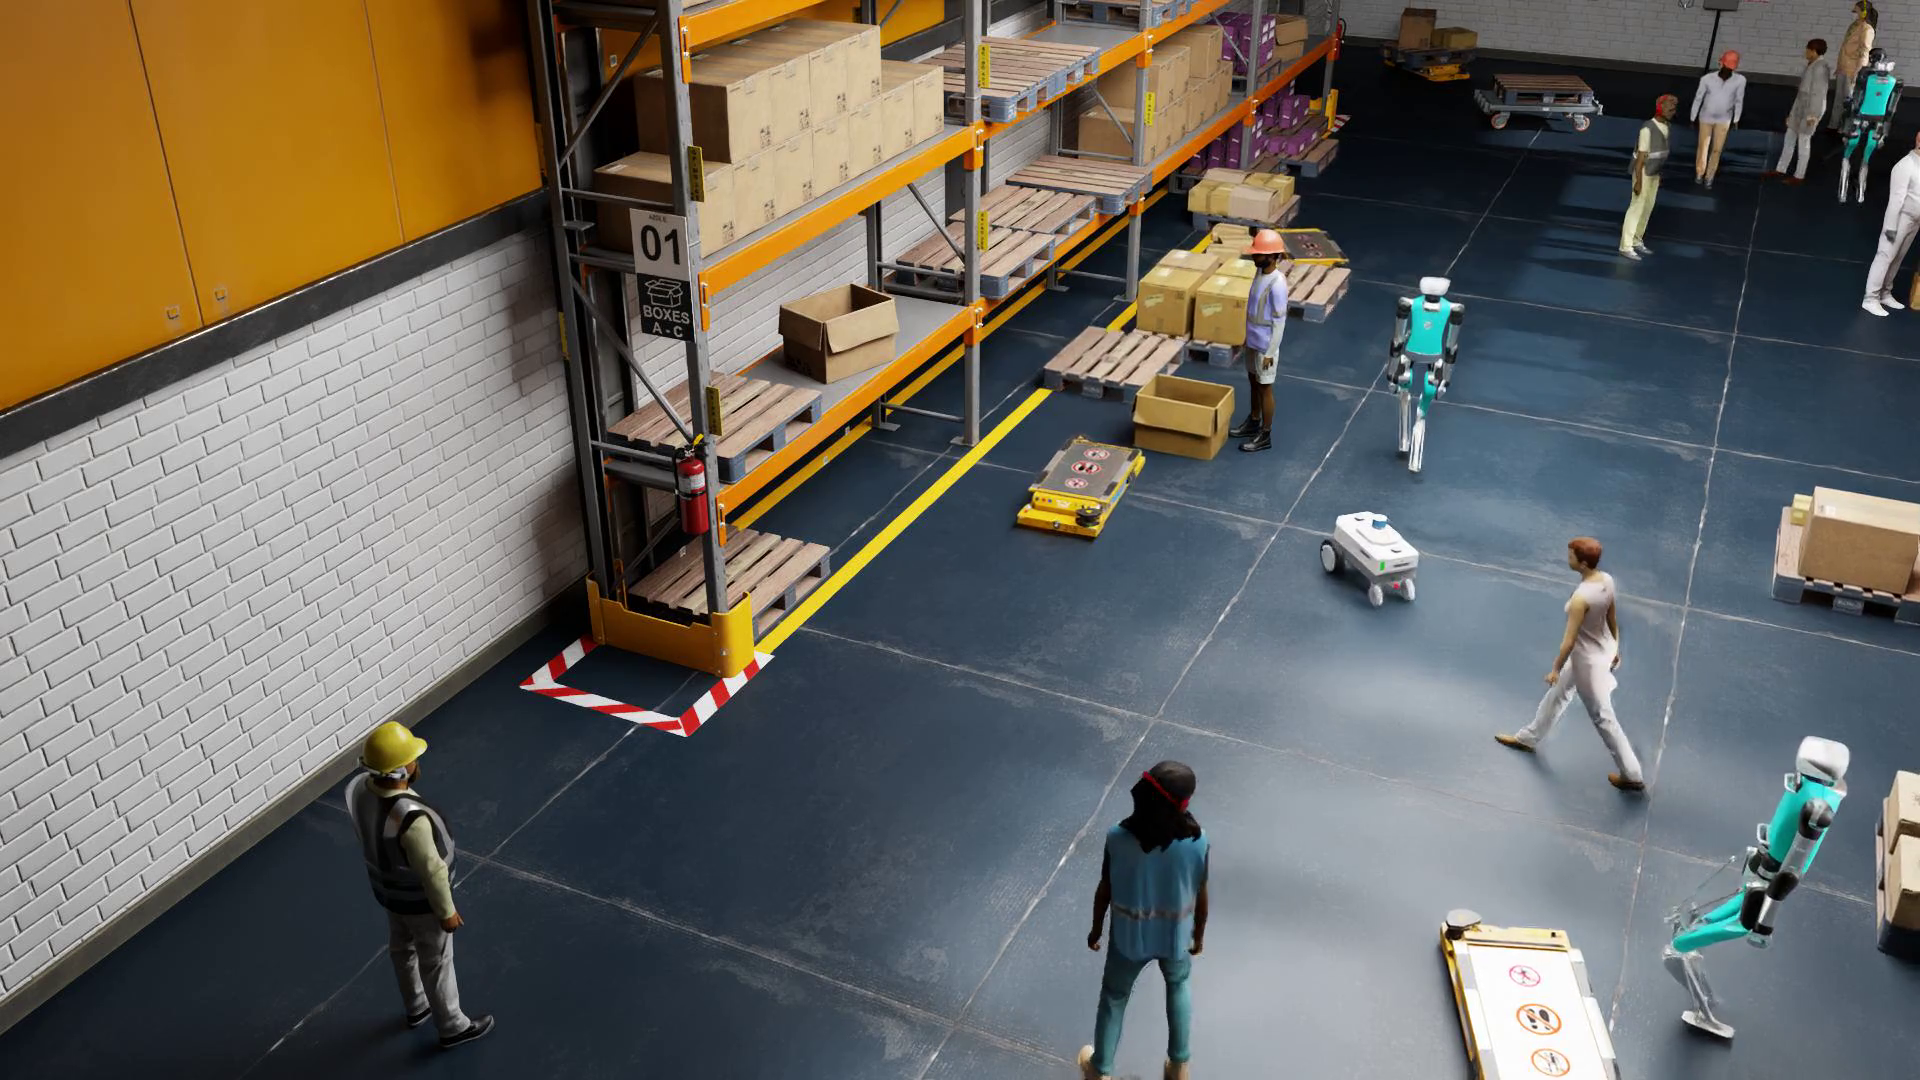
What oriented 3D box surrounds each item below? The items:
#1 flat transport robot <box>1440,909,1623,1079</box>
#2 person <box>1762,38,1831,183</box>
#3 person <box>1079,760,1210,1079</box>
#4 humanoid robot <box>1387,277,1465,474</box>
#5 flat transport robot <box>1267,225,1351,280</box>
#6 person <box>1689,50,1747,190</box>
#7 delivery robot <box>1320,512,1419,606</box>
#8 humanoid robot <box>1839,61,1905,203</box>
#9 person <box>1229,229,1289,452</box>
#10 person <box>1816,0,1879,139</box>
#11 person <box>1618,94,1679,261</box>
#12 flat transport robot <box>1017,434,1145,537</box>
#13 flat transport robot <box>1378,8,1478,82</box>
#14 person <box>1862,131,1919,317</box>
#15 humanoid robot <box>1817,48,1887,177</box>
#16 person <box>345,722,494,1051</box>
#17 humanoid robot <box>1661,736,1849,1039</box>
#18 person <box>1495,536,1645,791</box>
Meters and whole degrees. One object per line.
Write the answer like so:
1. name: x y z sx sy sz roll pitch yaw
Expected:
1. flat transport robot: 2.835 2.404 8.271 0.659 0.231 1.431 3 28 5
2. person: 10.795 -5.468 21.257 0.452 1.810 0.530 2 28 4
3. person: 0.872 1.833 7.676 0.567 1.850 0.415 -2 28 -3
4. humanoid robot: 3.817 -1.413 13.798 0.539 1.732 0.978 7 29 13
5. flat transport robot: 3.904 -3.233 18.722 0.659 0.231 1.431 -1 28 -3
6. person: 9.542 -5.310 21.040 0.596 1.712 0.765 12 31 21
7. delivery robot: 3.051 0.083 12.253 0.499 0.575 0.757 -9 30 -16
8. humanoid robot: 11.157 -5.027 20.539 0.540 1.837 0.658 9 30 17
9. person: 2.543 -1.692 14.110 0.354 1.936 0.551 -5 29 -9
10. person: 12.428 -6.557 23.196 0.390 1.875 0.559 0 28 -1
11. person: 7.692 -4.076 18.637 0.575 1.834 0.395 -25 37 -38
12. flat transport robot: 1.010 -0.456 13.574 0.659 0.231 1.431 10 30 19
13. flat transport robot: 7.583 -7.700 27.006 0.659 0.231 1.431 -10 30 -18
14. person: 9.703 -3.263 17.054 0.635 1.910 0.408 -20 34 -33
15. humanoid robot: 11.524 -5.526 21.494 0.499 1.634 0.615 3 28 6
16. person: -2.615 1.657 8.008 0.588 1.834 0.403 21 35 34
17. humanoid robot: 3.728 1.704 8.060 0.701 1.817 0.534 12 31 21
18. person: 3.797 0.742 9.961 0.935 1.587 0.442 20 34 32
